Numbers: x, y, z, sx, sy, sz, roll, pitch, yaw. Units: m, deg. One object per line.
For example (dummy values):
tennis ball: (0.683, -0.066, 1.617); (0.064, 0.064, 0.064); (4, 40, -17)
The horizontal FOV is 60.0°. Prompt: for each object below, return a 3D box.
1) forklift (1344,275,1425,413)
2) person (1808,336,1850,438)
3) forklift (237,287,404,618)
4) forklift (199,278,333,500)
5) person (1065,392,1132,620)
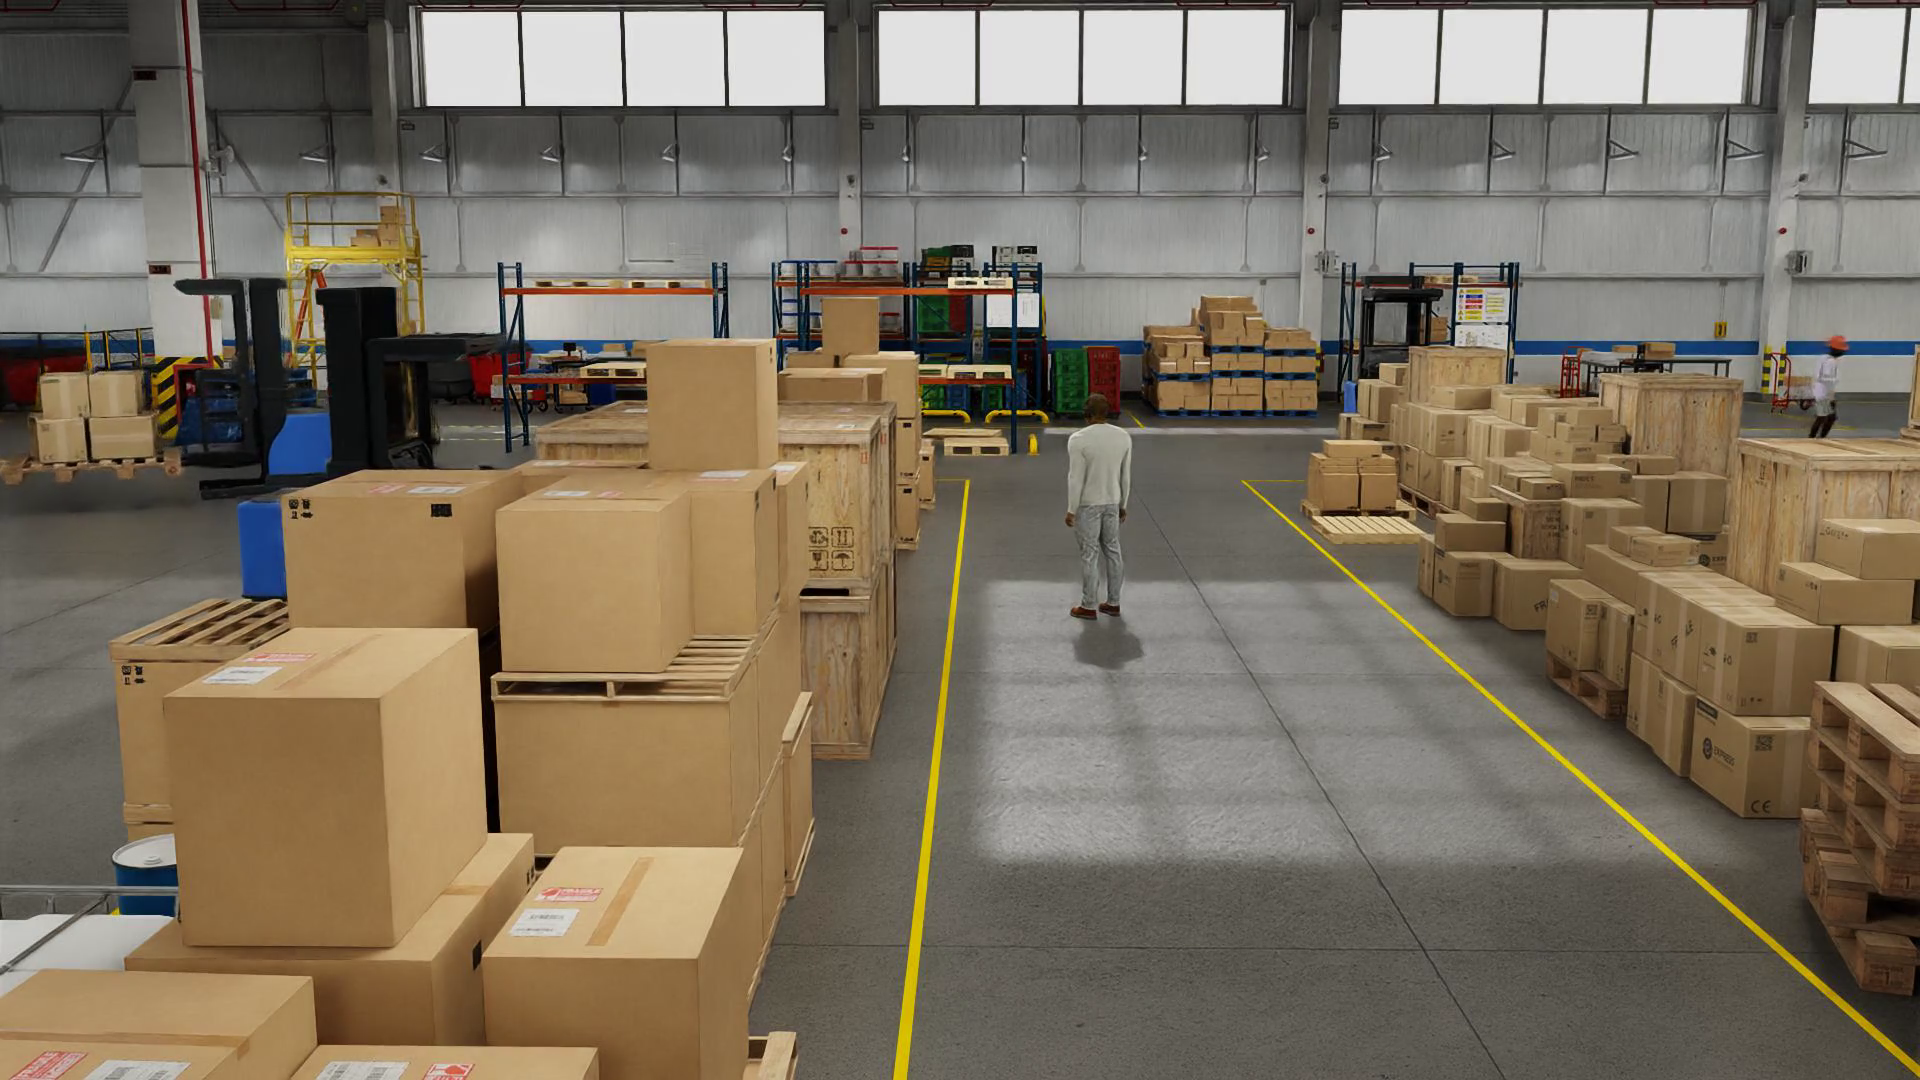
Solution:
forklift: (6.827, -2.810, 26.466); (1.129, 2.768, 1.873); (0, 9, 1)
person: (13.737, -2.295, 26.352); (0.592, 1.884, 0.585); (6, 11, 32)
forklift: (-4.964, -0.712, 13.900); (1.873, 2.768, 1.129); (0, 9, 1)
forklift: (-8.968, -2.007, 21.656); (1.873, 2.768, 1.129); (-4, 10, -25)
person: (1.172, -0.286, 14.166); (0.635, 1.936, 0.353); (-6, 11, -31)
